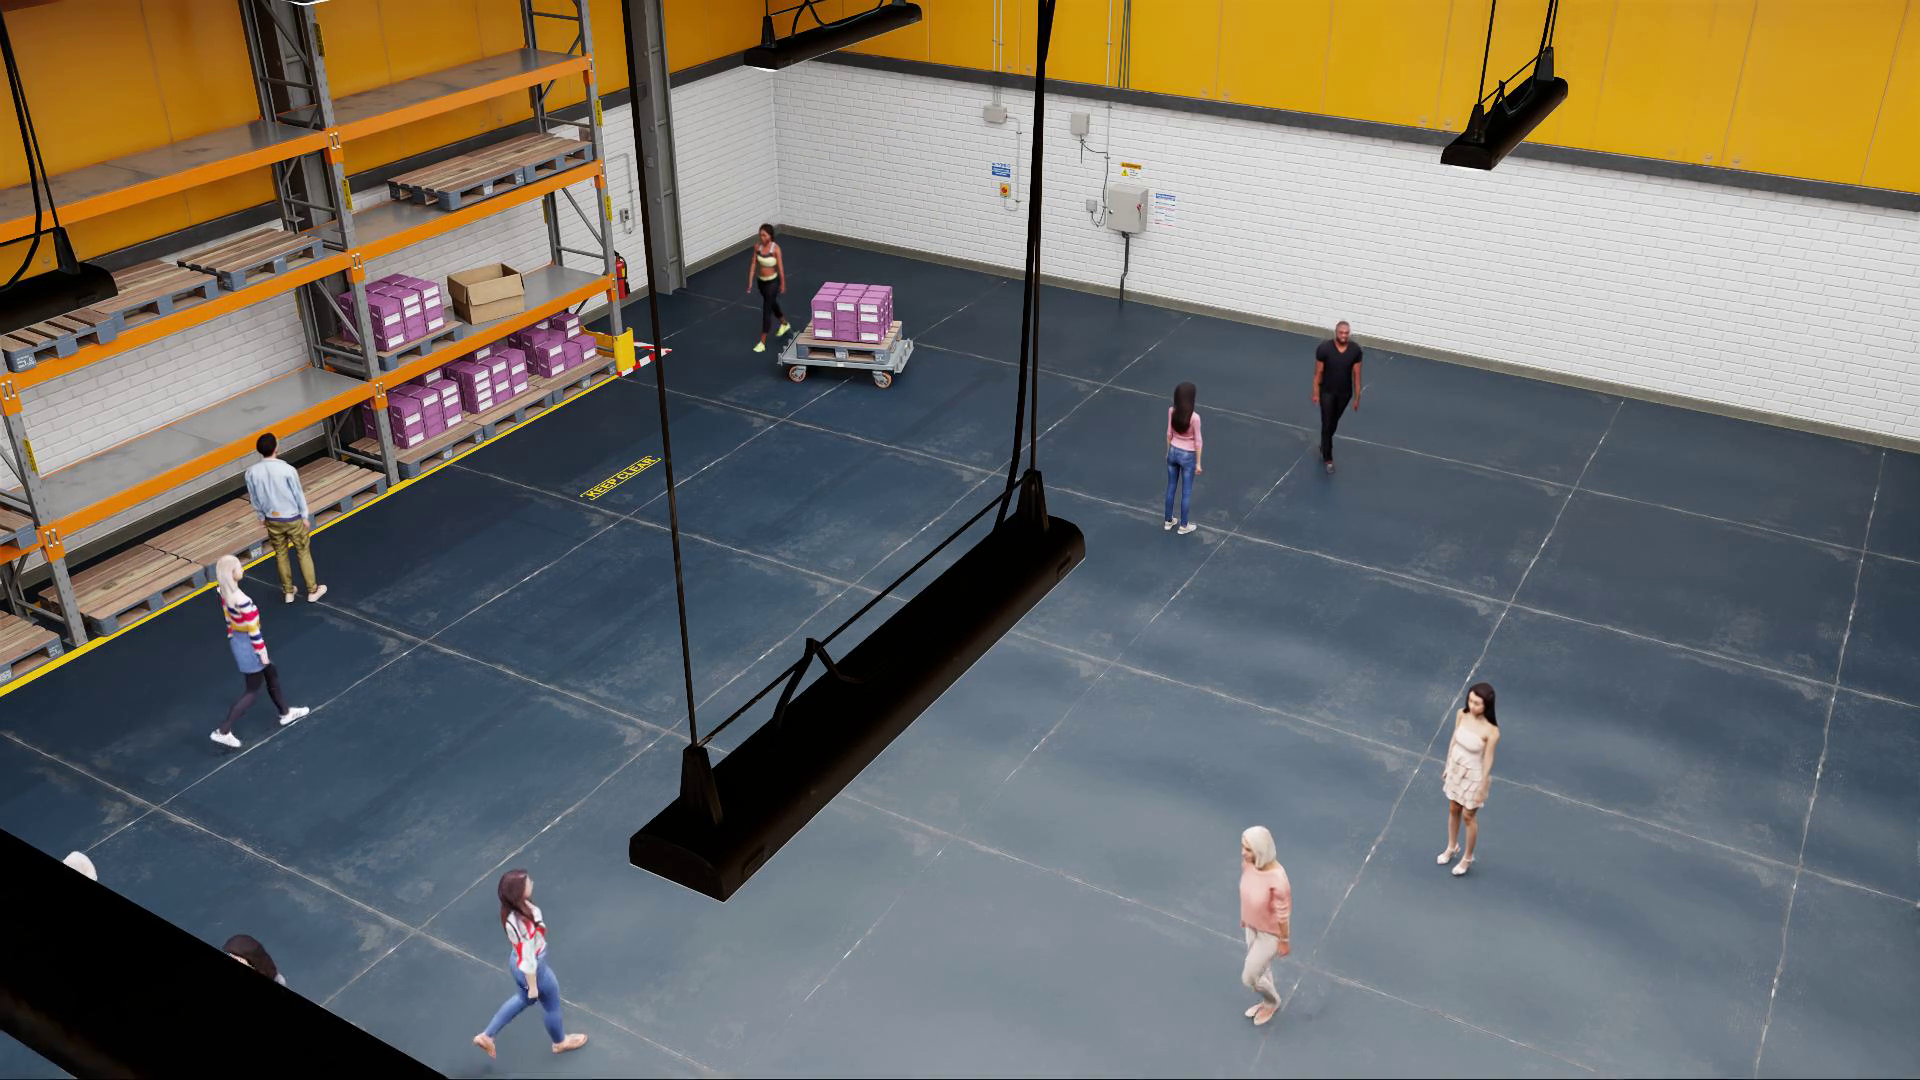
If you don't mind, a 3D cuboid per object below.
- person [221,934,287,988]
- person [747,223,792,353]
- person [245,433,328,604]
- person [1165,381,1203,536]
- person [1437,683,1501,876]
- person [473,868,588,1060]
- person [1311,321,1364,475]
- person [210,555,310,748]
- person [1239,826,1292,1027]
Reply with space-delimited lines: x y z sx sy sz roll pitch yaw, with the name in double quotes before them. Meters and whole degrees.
"person" -4.268 3.095 10.463 0.796 1.738 1.034 5 29 9
"person" -2.541 -3.466 22.527 0.593 1.703 1.182 14 32 24
"person" -6.686 -0.212 16.449 0.756 1.811 0.741 1 29 1
"person" 2.371 -0.897 17.775 0.598 1.744 0.560 22 35 34
"person" 3.916 1.827 12.792 0.673 1.734 0.645 -14 32 -24
"person" -2.940 2.852 11.058 1.057 1.595 0.921 -12 31 -21
"person" 4.319 -1.699 19.215 1.050 1.774 1.265 0 29 1
"person" -6.208 0.970 14.316 1.194 1.779 0.895 -23 36 -36
"person" 2.145 2.626 11.369 0.815 1.693 0.760 -13 31 -23
